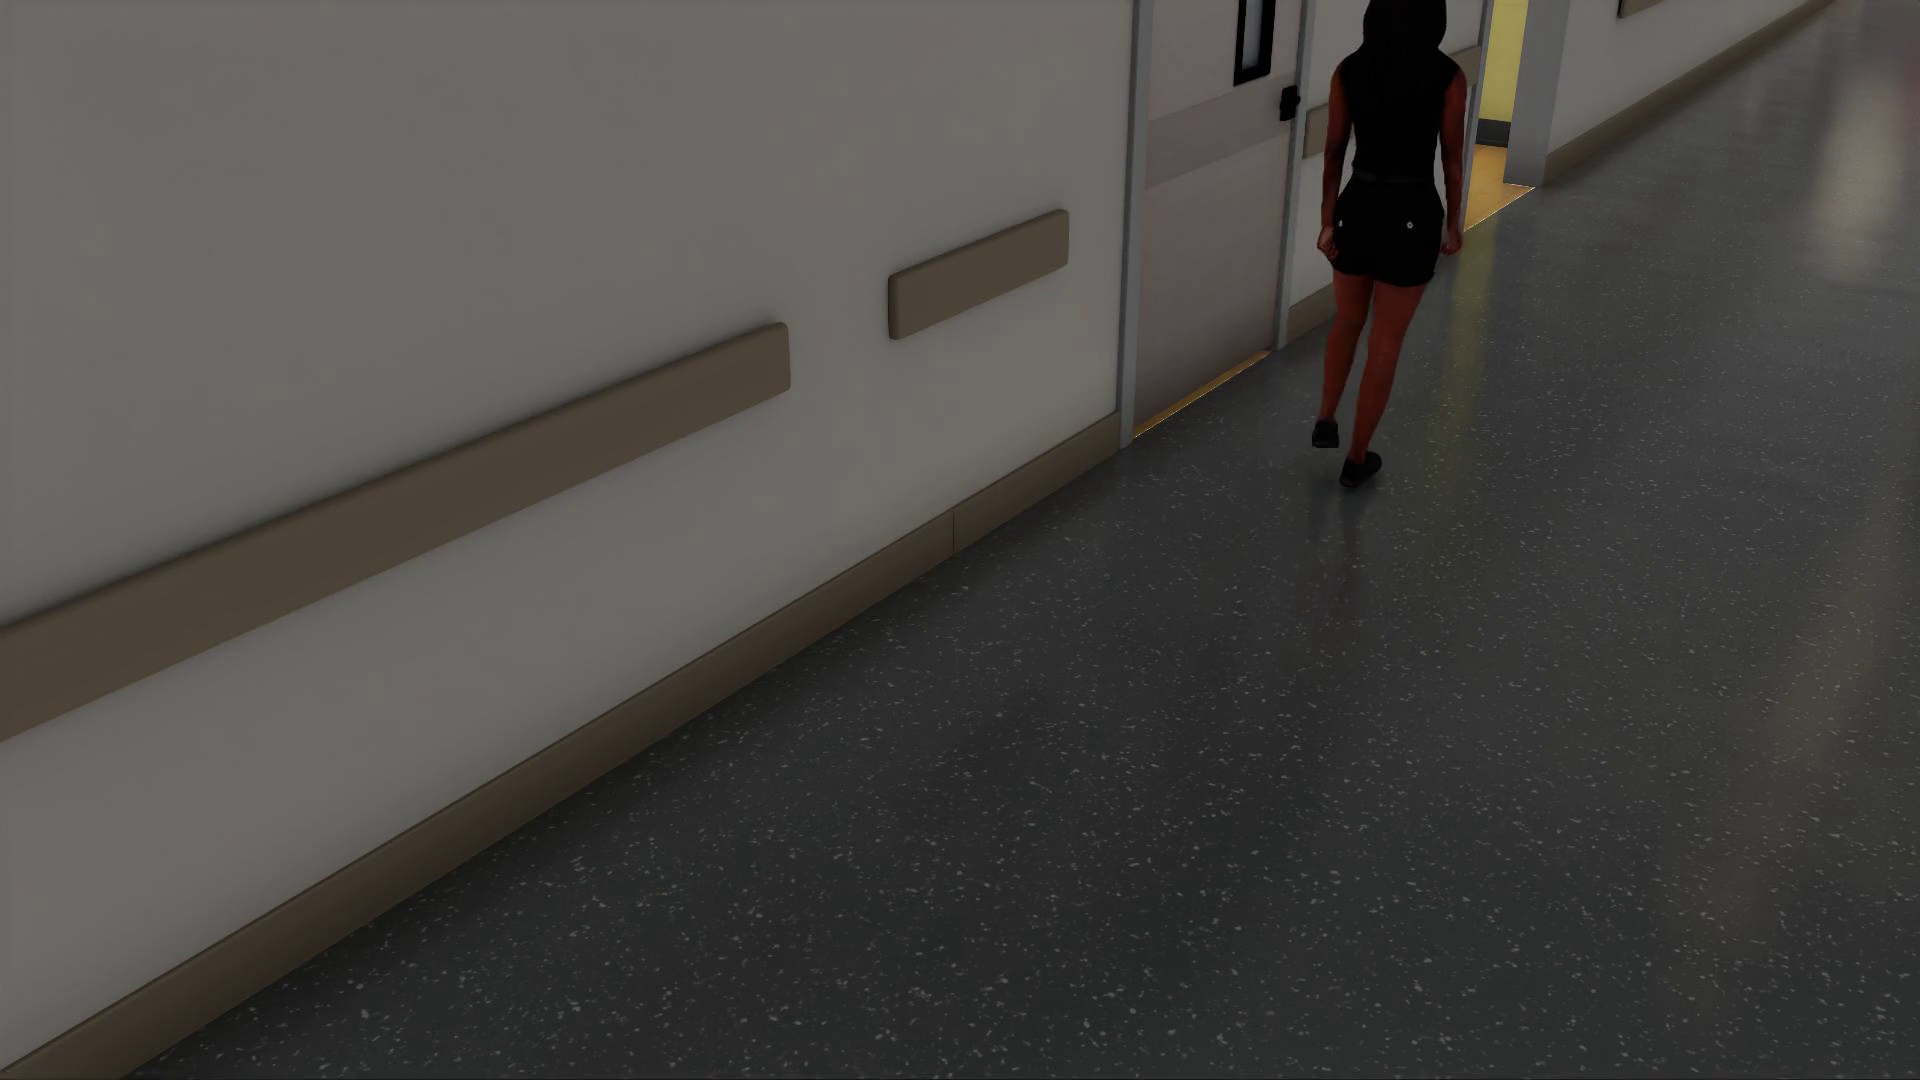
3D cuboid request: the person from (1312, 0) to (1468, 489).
[{"bbox_3d":[1.368,-0.970,5.459,0.516,1.726,0.652,16,30,29],"label":"person"}]
